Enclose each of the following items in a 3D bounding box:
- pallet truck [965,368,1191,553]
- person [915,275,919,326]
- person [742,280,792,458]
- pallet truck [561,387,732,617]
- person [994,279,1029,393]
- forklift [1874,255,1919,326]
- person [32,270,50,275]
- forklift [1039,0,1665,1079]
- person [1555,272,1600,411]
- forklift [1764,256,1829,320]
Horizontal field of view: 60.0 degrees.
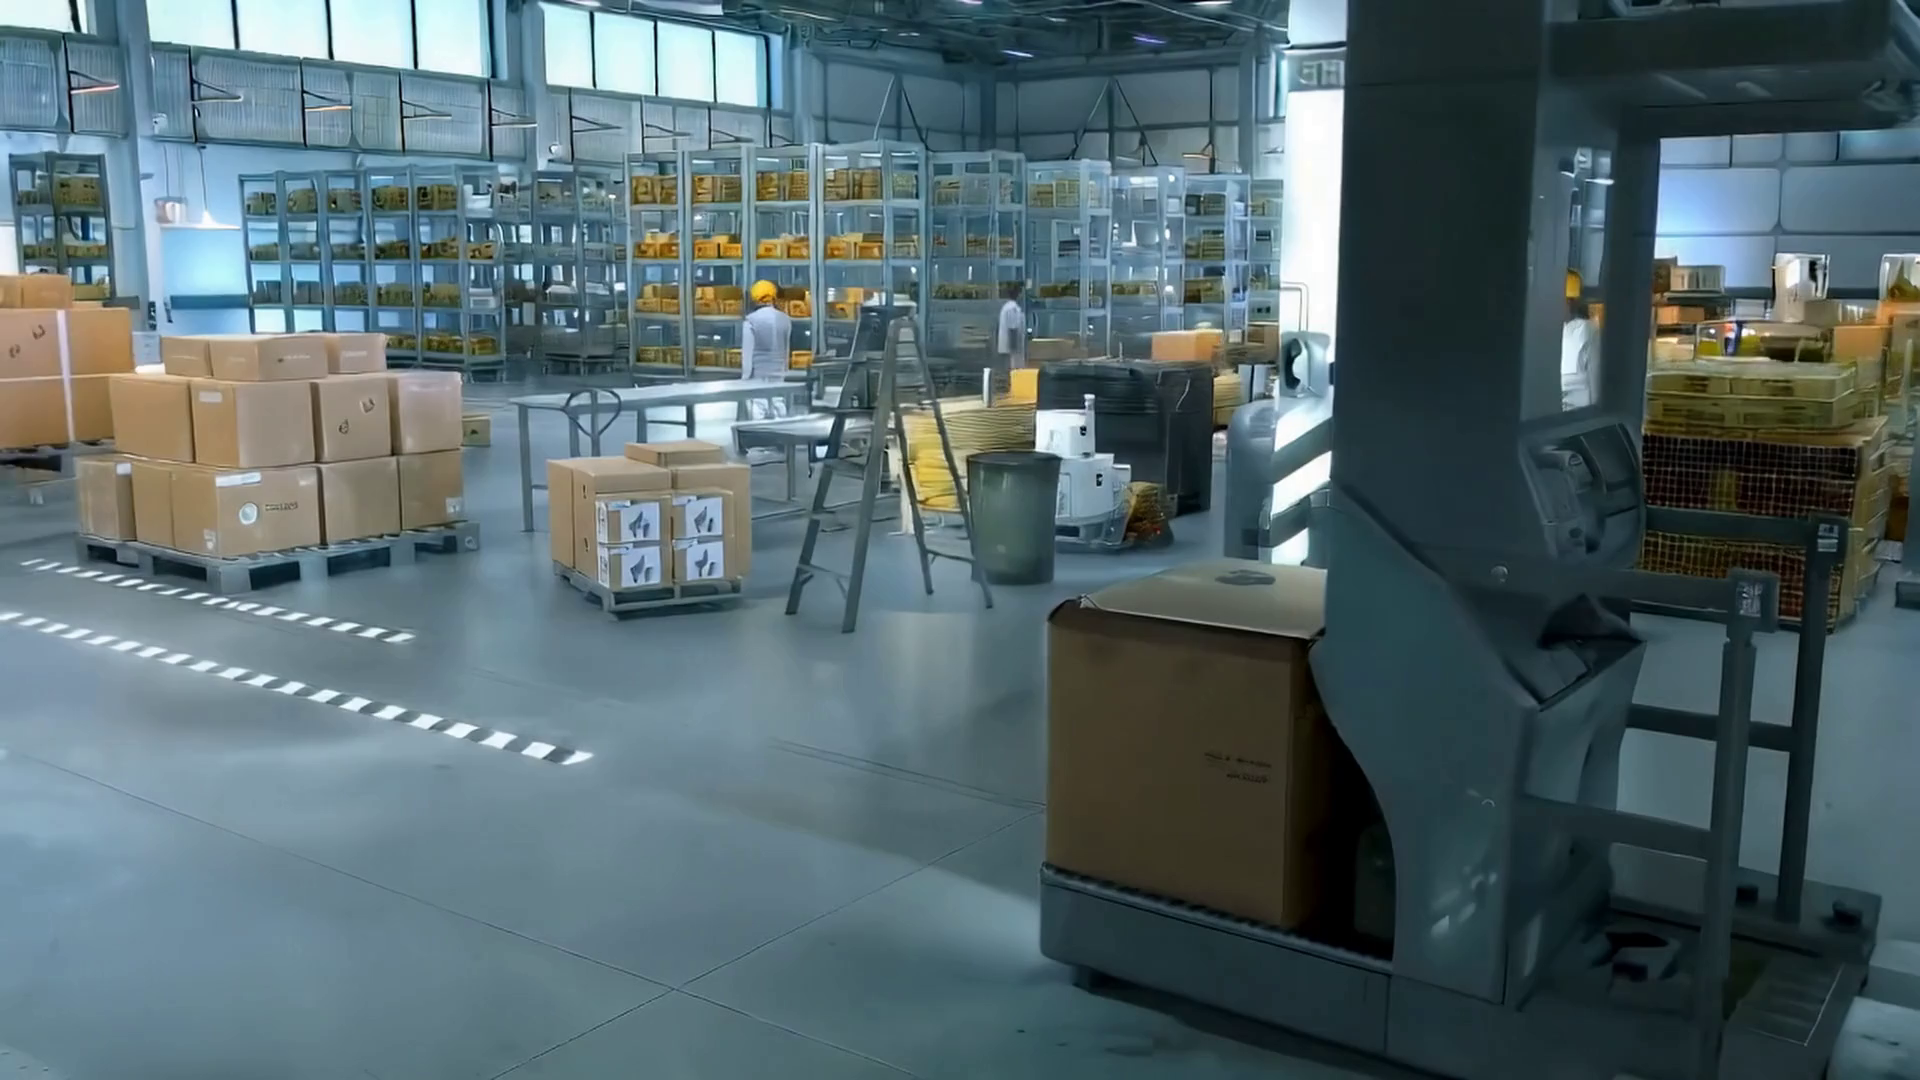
[{"bbox_3d":[0.845,-0.609,11.869,1.630,1.274,0.653,7,12,35],"label":"pallet truck"},{"bbox_3d":[-0.848,-4.365,32.844,0.754,1.777,0.657,-2,10,-11],"label":"person"},{"bbox_3d":[-1.979,-1.707,16.821,0.403,1.833,0.591,9,13,43],"label":"person"},{"bbox_3d":[-1.981,-0.274,10.088,0.680,1.201,1.601,-5,11,-28],"label":"pallet truck"},{"bbox_3d":[0.644,-2.348,20.751,0.866,1.806,0.591,-2,10,-9],"label":"person"},{"bbox_3d":[22.089,-5.634,38.796,1.157,1.987,2.680,6,11,33],"label":"forklift"},{"bbox_3d":[-11.620,-2.474,21.175,0.645,1.907,0.400,4,10,21],"label":"person"},{"bbox_3d":[1.249,-0.137,4.360,1.873,2.768,1.129,7,12,35],"label":"forklift"},{"bbox_3d":[4.968,-1.245,13.756,0.615,1.933,0.545,5,11,28],"label":"person"},{"bbox_3d":[20.253,-5.854,40.139,1.157,1.987,2.680,7,12,35],"label":"forklift"}]
